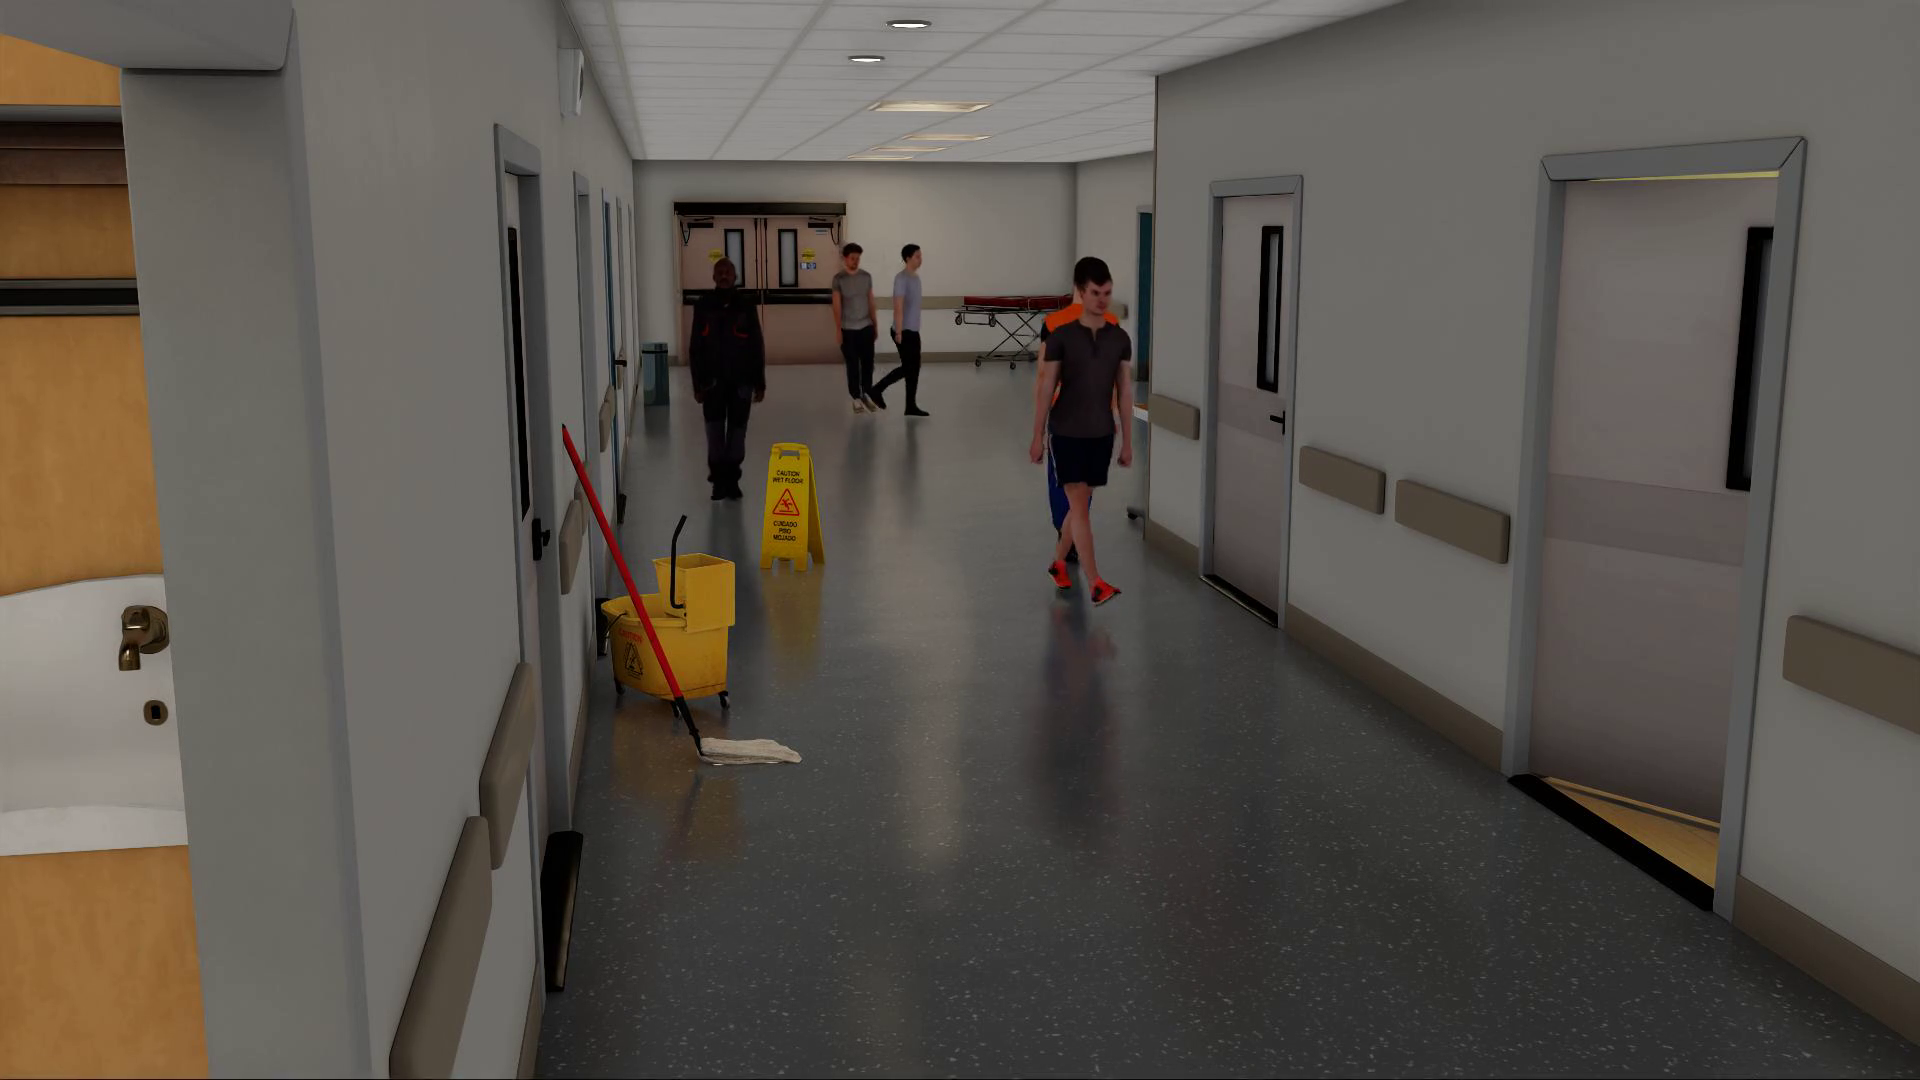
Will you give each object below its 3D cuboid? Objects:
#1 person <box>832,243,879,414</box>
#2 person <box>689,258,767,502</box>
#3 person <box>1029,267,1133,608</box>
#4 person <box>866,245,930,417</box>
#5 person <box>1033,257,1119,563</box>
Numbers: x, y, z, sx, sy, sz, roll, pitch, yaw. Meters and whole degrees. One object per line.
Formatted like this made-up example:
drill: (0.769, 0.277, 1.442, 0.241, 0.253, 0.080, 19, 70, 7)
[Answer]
person: (-1.175, -2.320, 18.315, 0.703, 1.859, 0.661, -4, 11, -19)
person: (-1.782, -1.233, 12.711, 0.722, 1.812, 0.858, -2, 11, -13)
person: (0.641, -0.547, 9.139, 0.832, 1.797, 1.255, -4, 11, -19)
person: (-0.662, -2.244, 17.970, 1.002, 1.838, 0.982, 5, 12, 23)
person: (0.725, -0.747, 10.034, 0.764, 1.855, 0.962, 0, 11, -2)
